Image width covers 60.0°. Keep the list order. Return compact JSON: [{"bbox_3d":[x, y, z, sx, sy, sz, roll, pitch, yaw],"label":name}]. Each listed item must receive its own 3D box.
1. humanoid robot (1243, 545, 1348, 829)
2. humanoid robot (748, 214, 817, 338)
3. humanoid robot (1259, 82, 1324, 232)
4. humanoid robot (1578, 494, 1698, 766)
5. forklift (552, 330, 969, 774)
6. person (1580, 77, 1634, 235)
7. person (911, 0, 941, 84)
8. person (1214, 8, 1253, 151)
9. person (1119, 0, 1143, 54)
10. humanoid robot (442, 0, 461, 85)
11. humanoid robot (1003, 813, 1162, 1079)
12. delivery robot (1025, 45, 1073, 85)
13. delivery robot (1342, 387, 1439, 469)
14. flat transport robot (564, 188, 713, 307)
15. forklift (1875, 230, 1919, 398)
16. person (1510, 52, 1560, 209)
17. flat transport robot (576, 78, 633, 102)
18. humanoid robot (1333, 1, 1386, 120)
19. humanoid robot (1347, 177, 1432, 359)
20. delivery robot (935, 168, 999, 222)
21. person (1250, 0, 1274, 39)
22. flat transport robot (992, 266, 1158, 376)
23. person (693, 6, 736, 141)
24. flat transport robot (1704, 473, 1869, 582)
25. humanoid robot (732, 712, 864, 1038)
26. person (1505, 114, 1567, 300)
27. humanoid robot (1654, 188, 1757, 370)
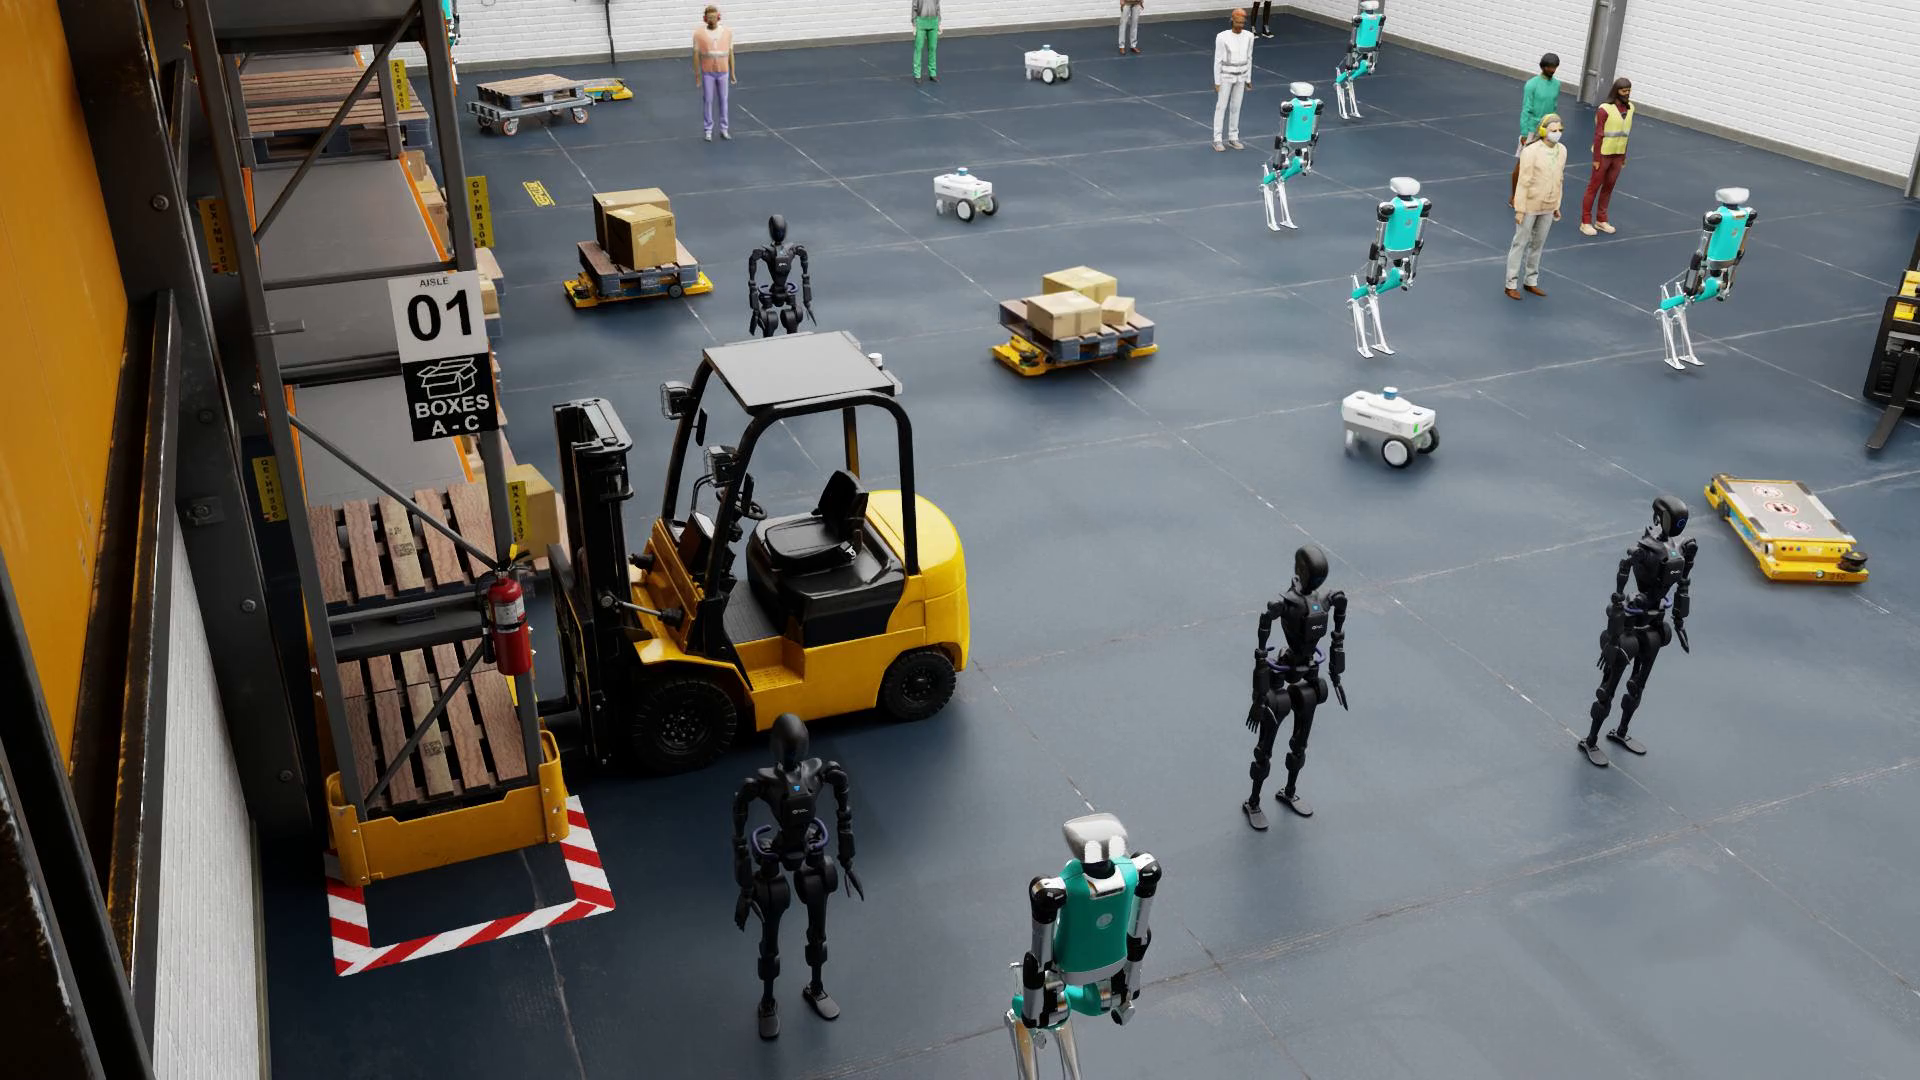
[{"bbox_3d":[1.793,0.772,8.872,0.599,1.654,0.315,-10,28,-20],"label":"humanoid robot"},{"bbox_3d":[-1.548,-2.010,14.406,0.599,1.654,0.315,-10,28,-20],"label":"humanoid robot"},{"bbox_3d":[3.701,-4.387,18.937,0.533,1.671,0.735,-10,28,-20],"label":"humanoid robot"},{"bbox_3d":[3.868,0.498,9.413,0.599,1.657,0.315,-10,28,-20],"label":"humanoid robot"},{"bbox_3d":[-1.094,0.010,9.831,2.313,2.155,1.214,-10,28,-20],"label":"forklift"},{"bbox_3d":[7.435,-4.401,19.073,0.468,1.768,0.378,-10,28,-19],"label":"person"},{"bbox_3d":[-0.541,-8.297,26.745,0.506,1.838,0.341,-10,28,-19],"label":"person"},{"bbox_3d":[3.716,-6.270,22.661,0.572,1.887,0.357,-10,28,-19],"label":"person"},{"bbox_3d":[2.985,-9.360,29.064,0.454,1.649,0.337,-10,28,-19],"label":"person"},{"bbox_3d":[-8.148,-8.025,26.166,0.533,1.677,0.735,-10,28,-20],"label":"humanoid robot"},{"bbox_3d":[0.419,1.723,6.777,0.533,1.677,0.735,-10,28,-20],"label":"humanoid robot"},{"bbox_3d":[1.416,-7.741,27.051,0.753,0.581,0.516,22,34,37],"label":"delivery robot"},{"bbox_3d":[3.489,-0.948,13.539,0.753,0.581,0.516,22,34,37],"label":"delivery robot"},{"bbox_3d":[-3.354,-2.684,17.326,1.431,0.231,0.659,-10,28,-20],"label":"flat transport robot"},{"bbox_3d":[9.029,-2.397,14.618,1.214,2.155,2.313,18,32,32],"label":"forklift"},{"bbox_3d":[6.933,-4.924,20.026,0.492,1.848,0.397,-10,28,-19],"label":"person"},{"bbox_3d":[-5.871,-6.965,25.841,1.431,0.231,0.659,-10,28,-20],"label":"flat transport robot"},{"bbox_3d":[5.707,-6.968,24.064,0.533,1.677,0.735,-10,28,-20],"label":"humanoid robot"},{"bbox_3d":[3.850,-2.524,15.231,0.533,1.671,0.735,-10,28,-20],"label":"humanoid robot"},{"bbox_3d":[0.046,-4.148,19.905,0.753,0.581,0.516,22,34,37],"label":"delivery robot"},{"bbox_3d":[5.572,-10.177,30.343,0.601,1.965,0.368,-10,28,-19],"label":"person"},{"bbox_3d":[1.082,-1.834,15.635,1.431,0.231,0.659,-13,29,-23],"label":"flat transport robot"},{"bbox_3d":[-3.423,-6.505,23.190,0.575,1.835,0.390,-8,28,-16],"label":"person"},{"bbox_3d":[6.033,-0.102,12.190,0.659,0.231,1.431,2,27,4],"label":"flat transport robot"},{"bbox_3d":[-0.733,1.488,7.449,0.599,1.654,0.315,-10,28,-20],"label":"humanoid robot"},{"bbox_3d":[5.881,-3.411,16.987,0.549,1.877,0.413,-10,28,-19],"label":"person"},{"bbox_3d":[6.616,-2.392,14.962,0.533,1.677,0.735,-10,28,-20],"label":"humanoid robot"}]
